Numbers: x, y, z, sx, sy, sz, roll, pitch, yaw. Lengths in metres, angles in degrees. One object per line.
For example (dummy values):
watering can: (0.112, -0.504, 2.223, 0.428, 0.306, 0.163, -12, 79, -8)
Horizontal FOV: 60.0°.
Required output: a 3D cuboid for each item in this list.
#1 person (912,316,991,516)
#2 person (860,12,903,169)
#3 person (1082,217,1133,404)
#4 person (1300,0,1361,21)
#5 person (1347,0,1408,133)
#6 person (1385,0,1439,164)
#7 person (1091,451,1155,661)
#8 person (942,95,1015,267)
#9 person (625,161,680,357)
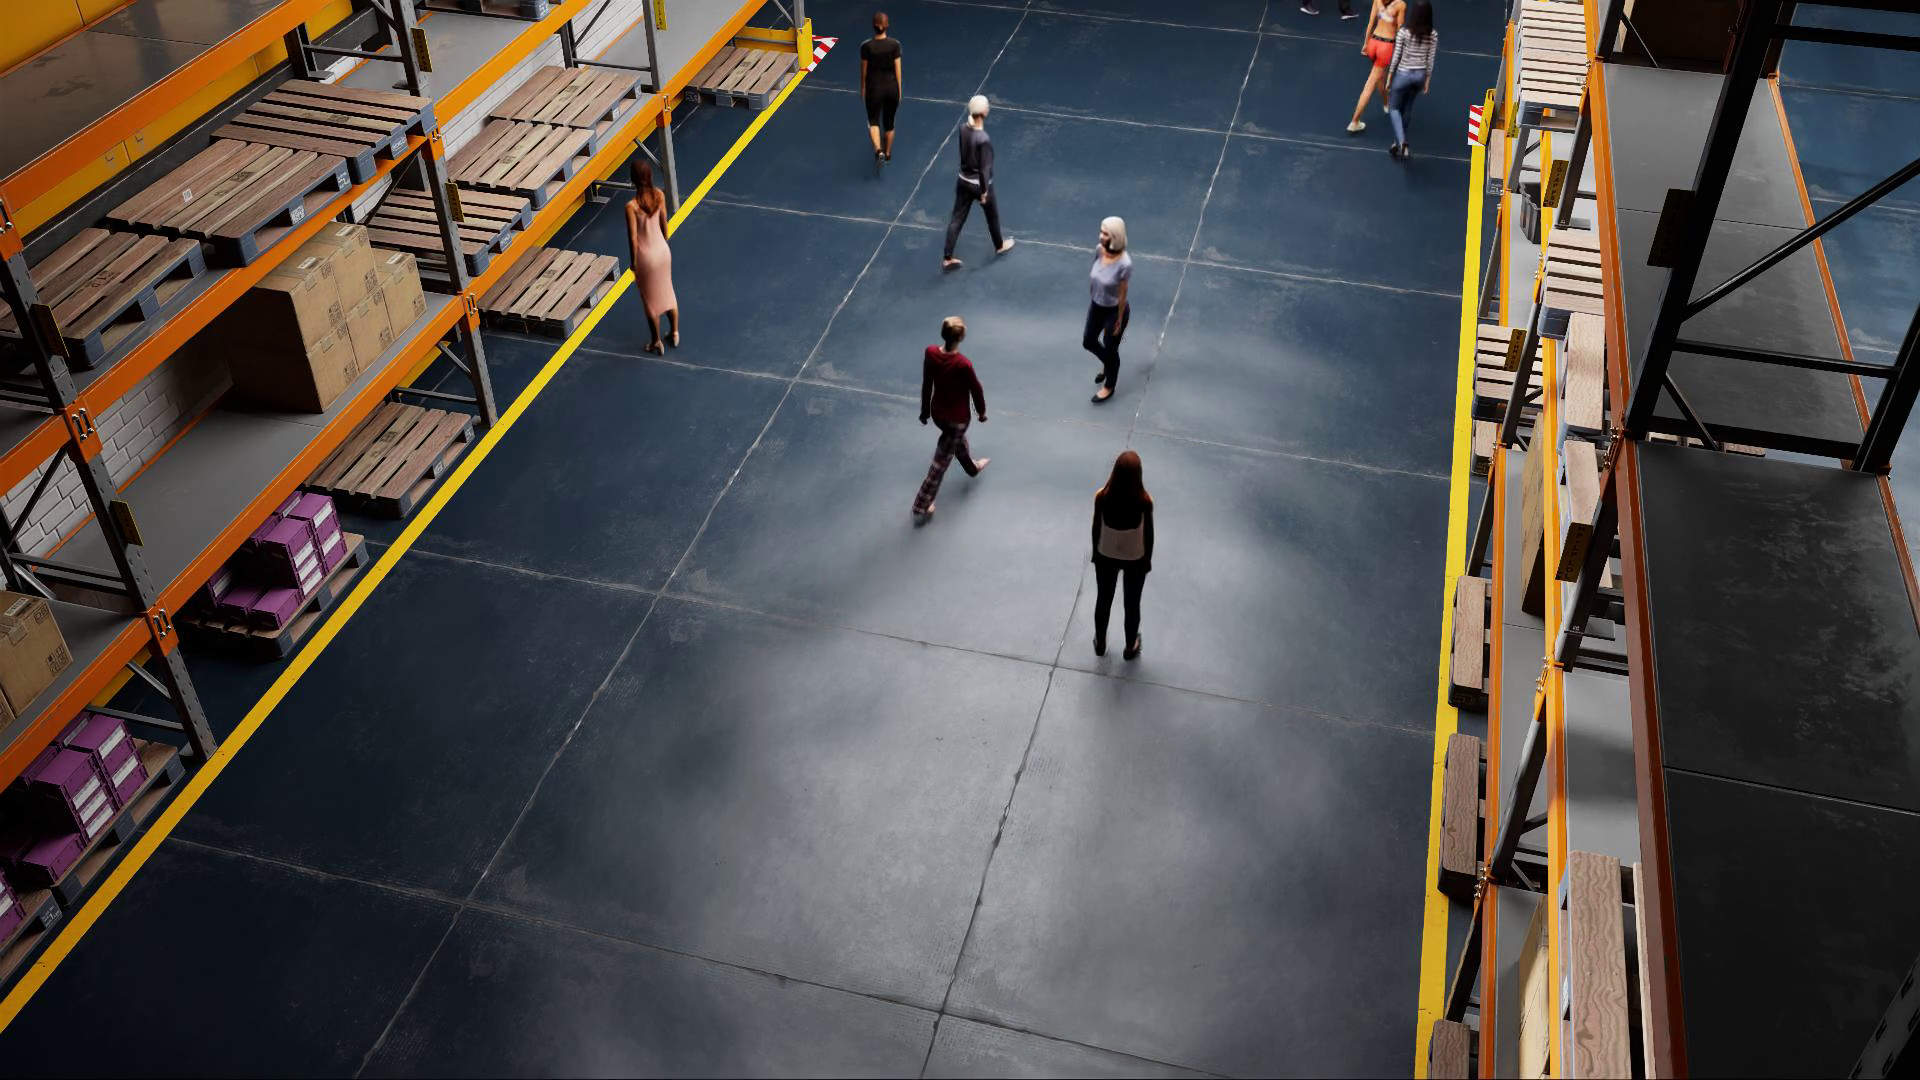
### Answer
person: (-0.125, -0.907, 12.677, 0.976, 1.647, 1.221, 30, 47, 32)
person: (-0.808, -4.666, 17.377, 0.771, 1.655, 0.952, -4, 39, -4)
person: (1.317, -1.953, 13.934, 0.779, 1.712, 0.723, -29, 47, -31)
person: (4.523, -7.355, 20.702, 1.072, 1.707, 1.031, -29, 47, -31)
person: (4.530, -5.268, 18.062, 1.198, 1.741, 1.029, -27, 46, -29)
person: (4.688, -4.737, 17.371, 0.771, 1.773, 0.995, -1, 39, -1)
person: (1.101, 0.113, 11.339, 0.571, 1.722, 0.495, 8, 39, 10)
person: (0.073, -3.349, 15.701, 1.172, 1.689, 0.965, -31, 48, -33)
person: (-2.675, -2.455, 14.467, 0.712, 1.832, 0.590, 29, 47, 32)
